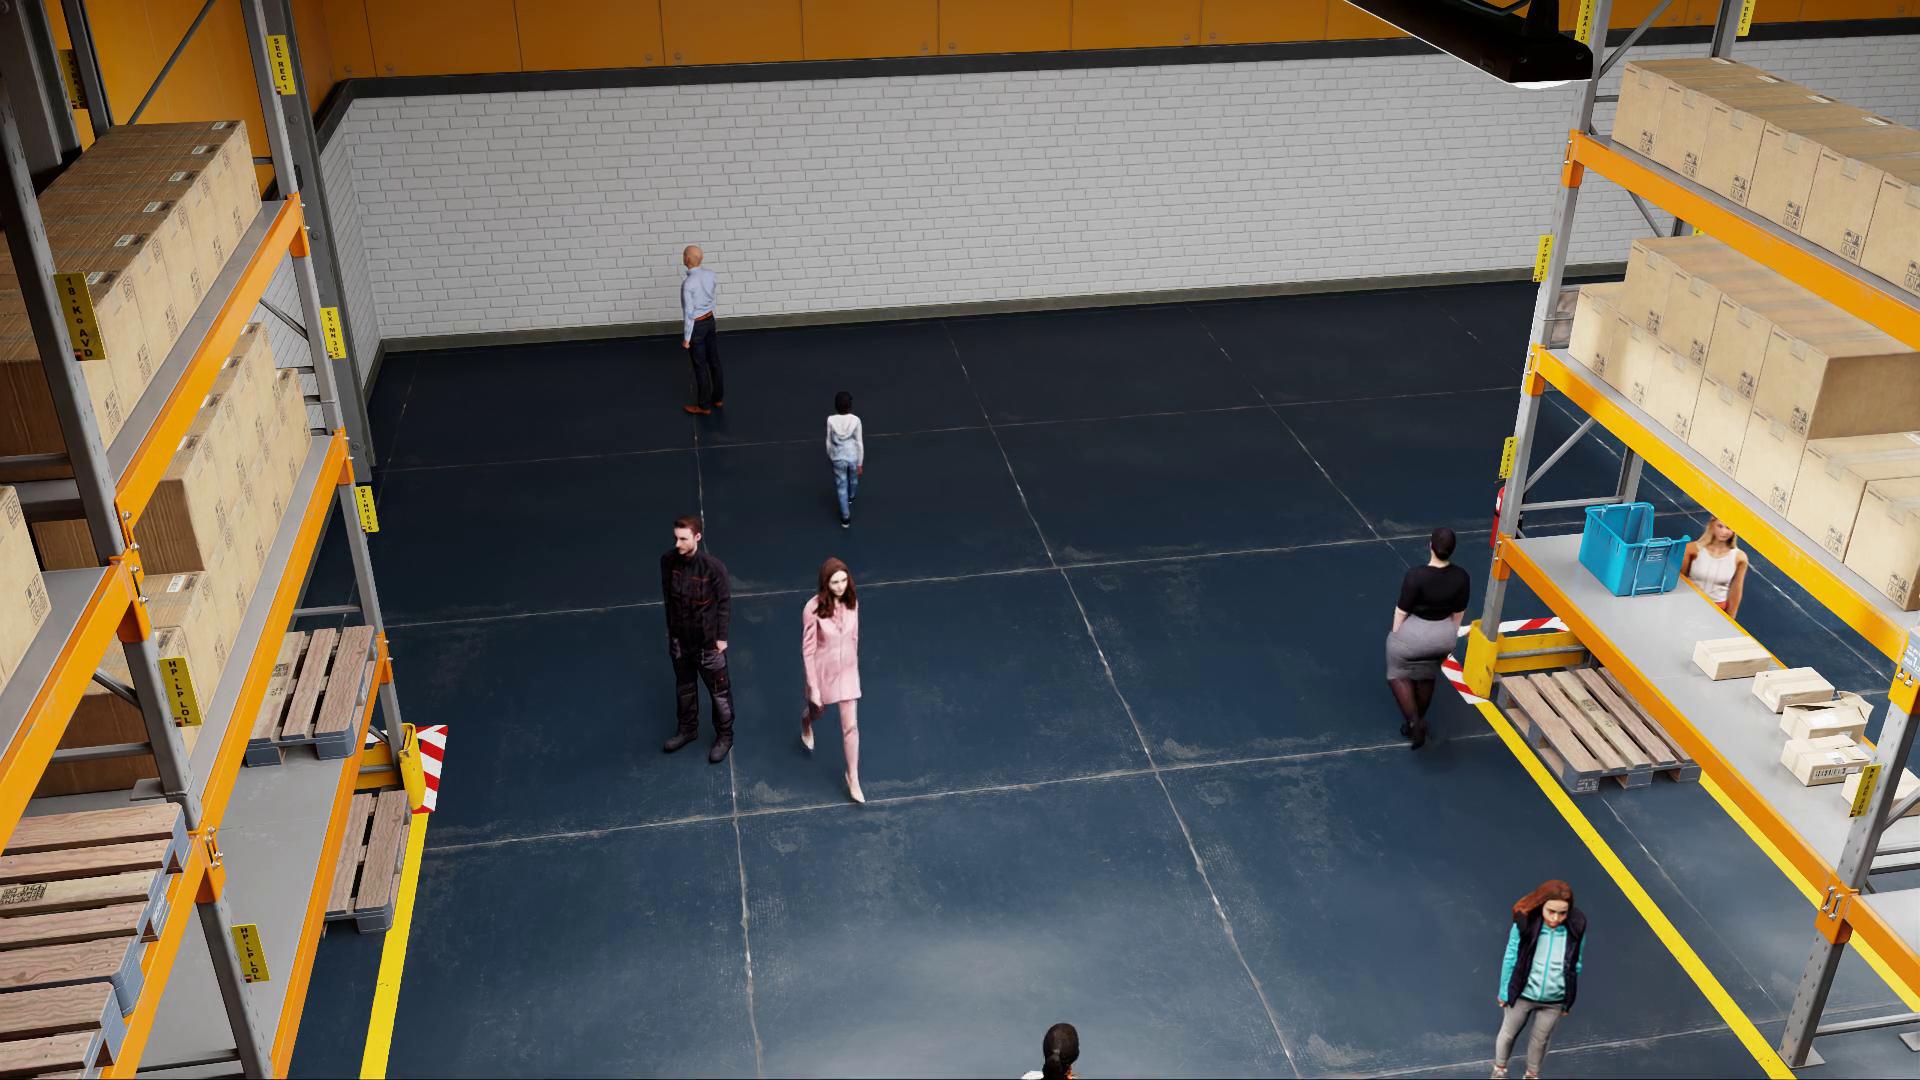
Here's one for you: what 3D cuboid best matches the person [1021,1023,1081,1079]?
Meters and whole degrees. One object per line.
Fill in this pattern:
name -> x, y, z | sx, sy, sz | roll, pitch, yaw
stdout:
person -> 0.448, 2.985, 7.790 | 0.796, 1.632, 0.943 | 8, 30, 14

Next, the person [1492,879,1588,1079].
person -> 3.117, 2.415, 8.974 | 0.626, 1.498, 0.654 | 3, 29, 6

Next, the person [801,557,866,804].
person -> -0.934, 0.902, 11.470 | 0.830, 1.764, 1.210 | -14, 31, -23

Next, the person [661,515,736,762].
person -> -1.865, 0.669, 11.740 | 0.778, 1.915, 0.784 | 11, 31, 20

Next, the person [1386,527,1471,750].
person -> 3.317, 0.763, 11.753 | 0.682, 1.738, 0.835 | -4, 29, -8

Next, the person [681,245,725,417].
person -> -2.658, -2.154, 17.045 | 0.789, 1.791, 0.720 | 17, 33, 29

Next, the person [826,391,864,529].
person -> -1.042, -0.704, 14.975 | 0.466, 1.227, 0.829 | -5, 29, -9
